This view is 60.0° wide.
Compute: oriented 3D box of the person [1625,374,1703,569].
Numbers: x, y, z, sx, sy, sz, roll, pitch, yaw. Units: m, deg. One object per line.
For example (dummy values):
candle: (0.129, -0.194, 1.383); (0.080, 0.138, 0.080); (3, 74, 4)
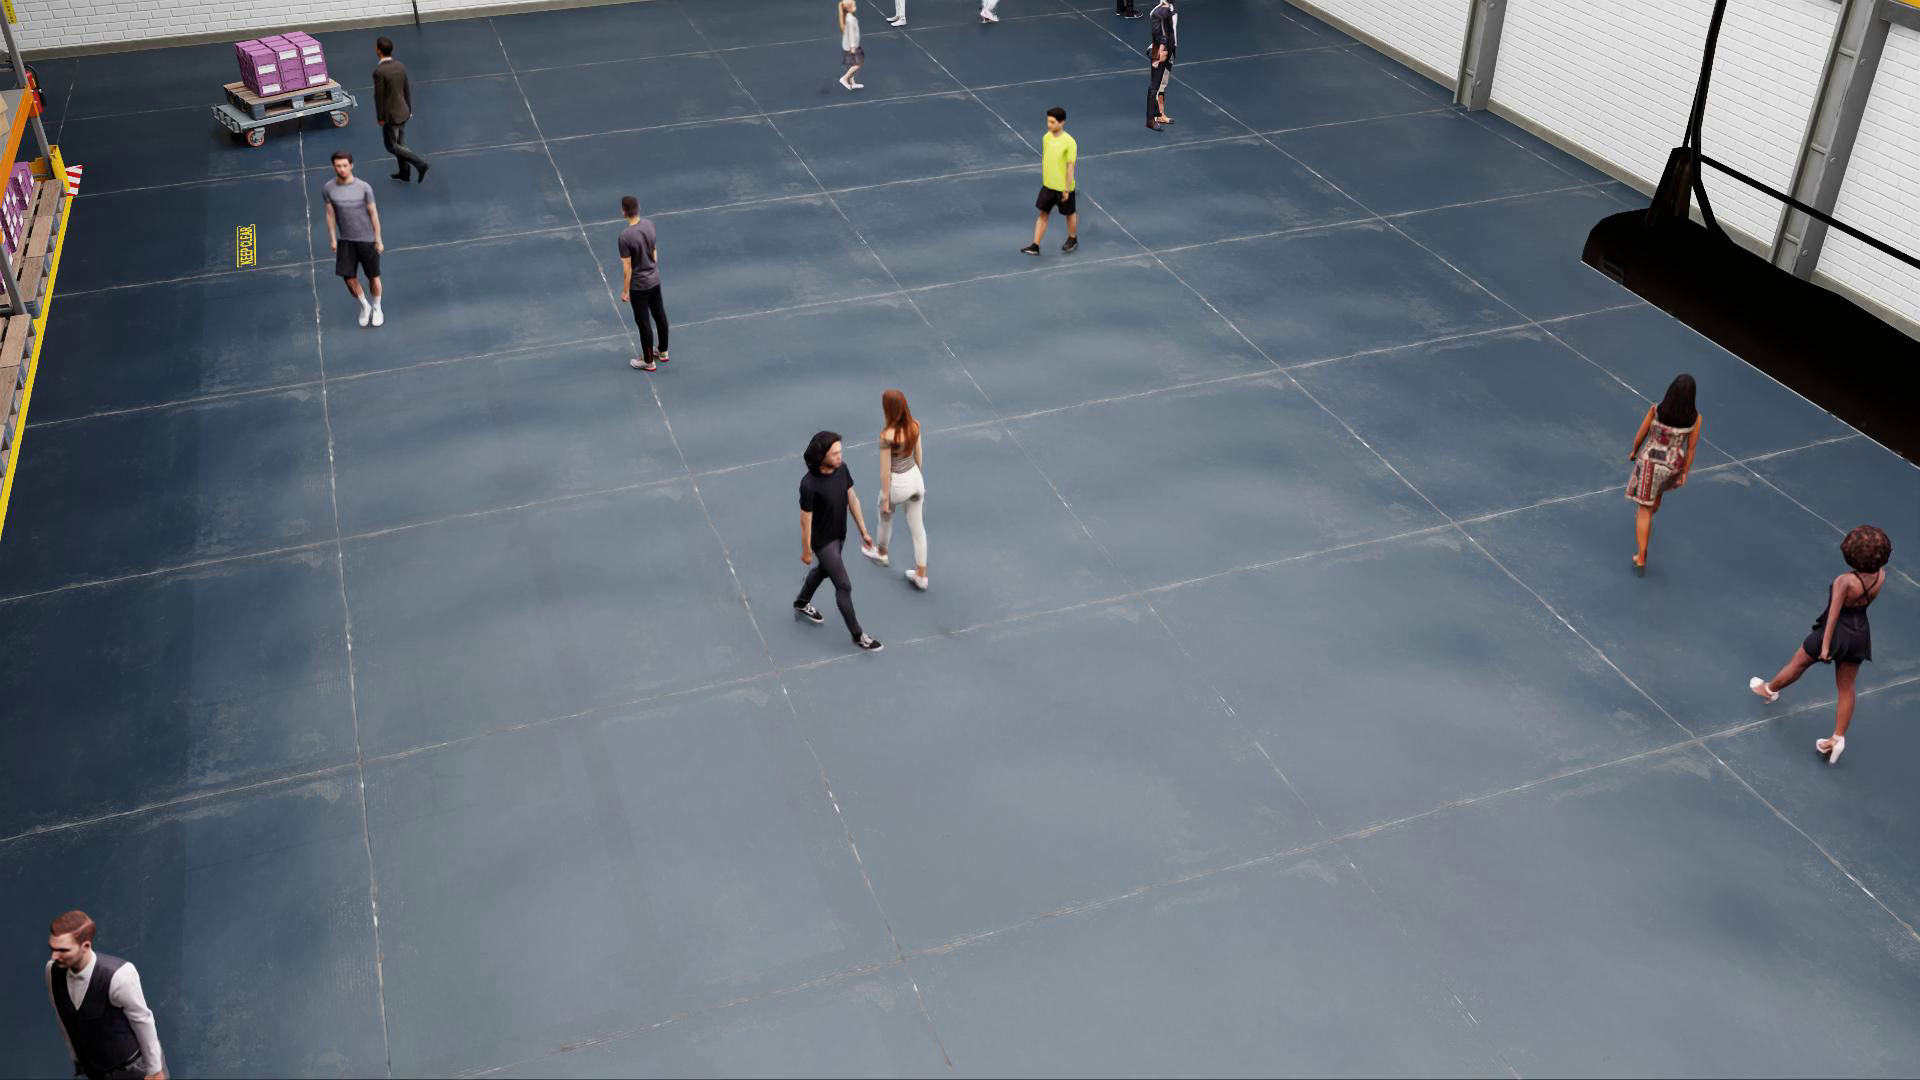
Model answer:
person: (5.595, -0.534, 13.323); (0.976, 1.602, 1.188); (6, 34, 9)

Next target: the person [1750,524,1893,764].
person: (6.024, 0.741, 11.269); (0.638, 1.751, 1.086); (-7, 34, -11)

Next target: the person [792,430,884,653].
person: (-1.040, -0.059, 12.436); (1.187, 1.792, 1.076); (18, 37, 24)

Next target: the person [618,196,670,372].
person: (-3.068, -2.494, 16.126); (0.755, 1.762, 0.727); (20, 39, 28)

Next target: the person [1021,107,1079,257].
person: (1.145, -3.969, 18.434); (1.102, 1.663, 1.033); (25, 41, 32)

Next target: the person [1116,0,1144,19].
person: (2.653, -9.129, 26.079); (0.719, 1.794, 0.542); (-19, 38, -26)

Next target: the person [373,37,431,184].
person: (-6.772, -5.146, 20.095); (1.042, 1.784, 0.994); (13, 36, 19)

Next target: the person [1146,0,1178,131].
person: (2.653, -6.383, 21.859); (0.799, 1.893, 0.771); (20, 38, 27)

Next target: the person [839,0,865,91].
person: (-1.572, -6.909, 23.212); (0.612, 1.271, 0.553); (-6, 34, -9)

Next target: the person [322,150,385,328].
person: (-6.126, -3.108, 16.960); (0.755, 1.860, 0.757); (-4, 34, -6)

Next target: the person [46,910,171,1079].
person: (-4.215, 2.568, 8.353); (0.749, 1.937, 0.765); (8, 34, 12)

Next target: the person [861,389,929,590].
person: (-0.396, -0.354, 12.968); (0.841, 1.693, 1.050); (-24, 40, -31)

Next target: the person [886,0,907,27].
person: (-0.964, -8.854, 25.777); (0.644, 1.671, 0.469); (-10, 35, -15)
